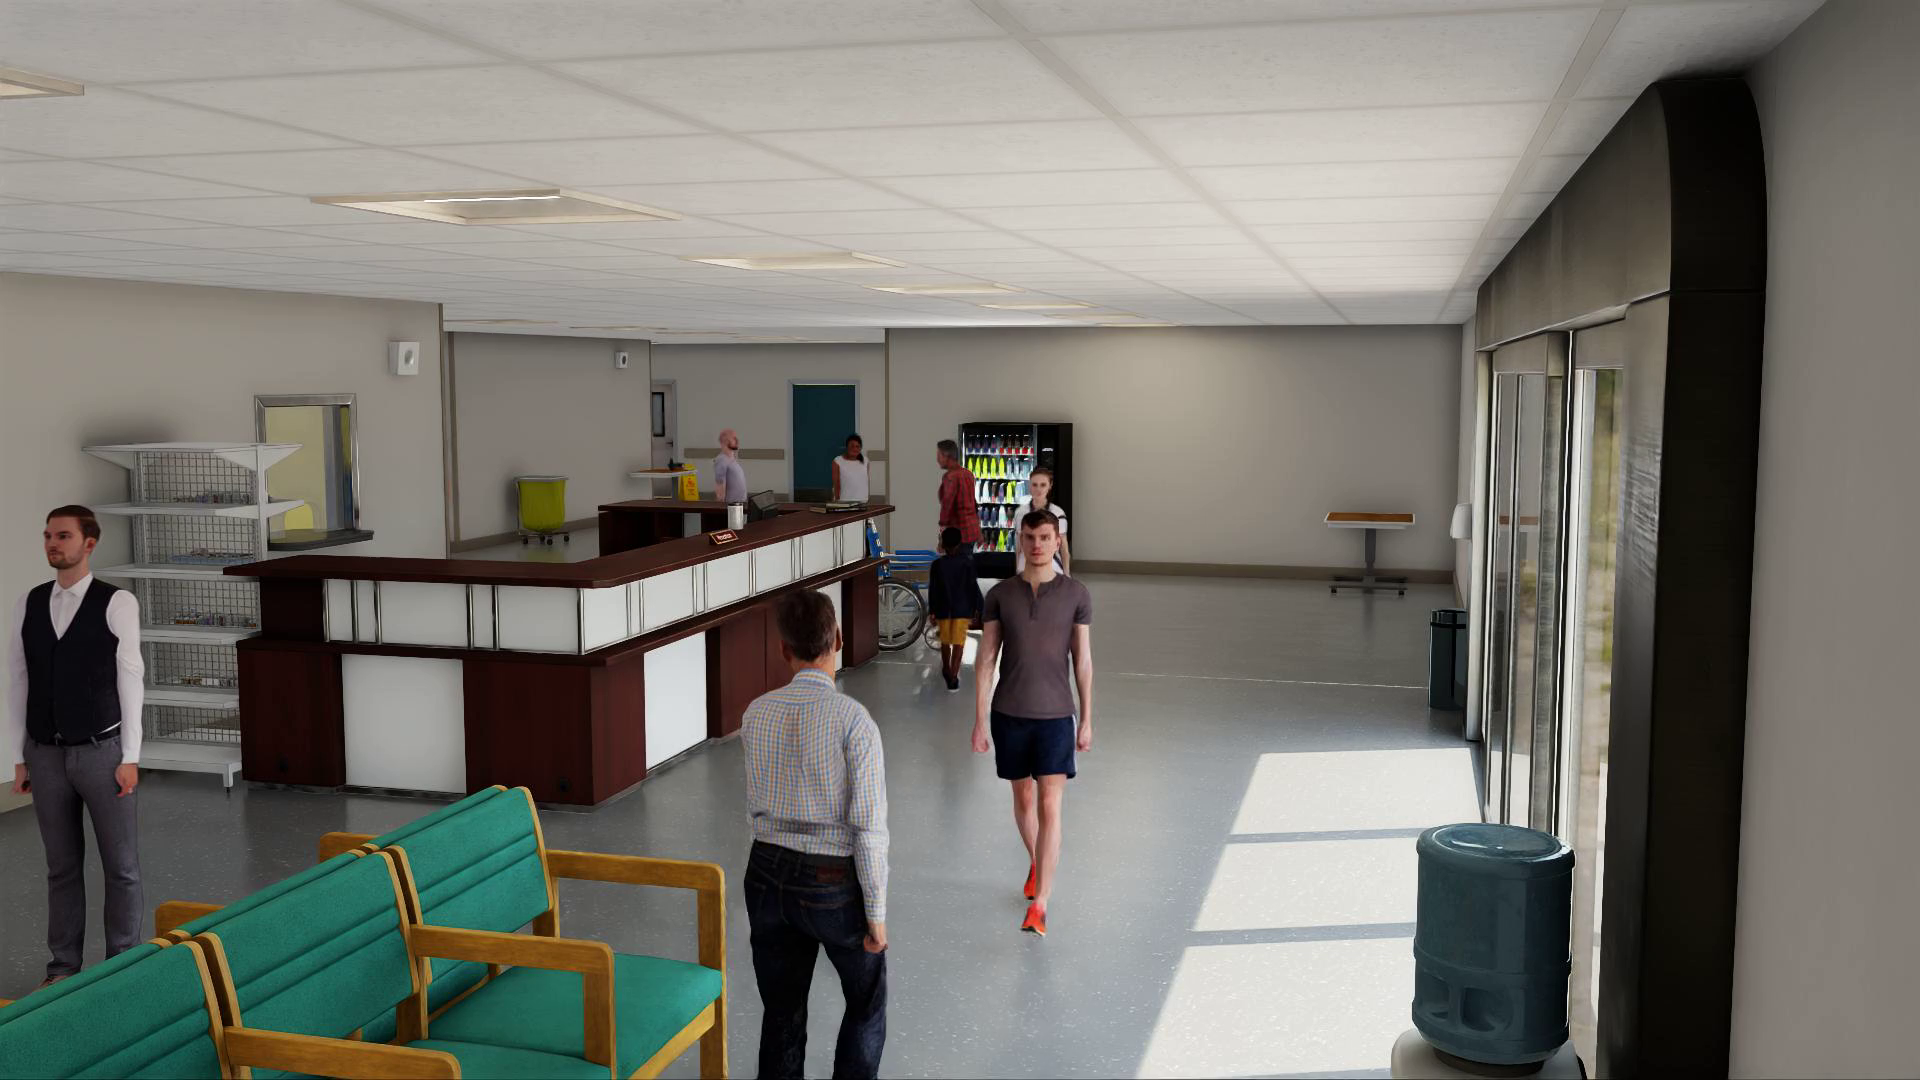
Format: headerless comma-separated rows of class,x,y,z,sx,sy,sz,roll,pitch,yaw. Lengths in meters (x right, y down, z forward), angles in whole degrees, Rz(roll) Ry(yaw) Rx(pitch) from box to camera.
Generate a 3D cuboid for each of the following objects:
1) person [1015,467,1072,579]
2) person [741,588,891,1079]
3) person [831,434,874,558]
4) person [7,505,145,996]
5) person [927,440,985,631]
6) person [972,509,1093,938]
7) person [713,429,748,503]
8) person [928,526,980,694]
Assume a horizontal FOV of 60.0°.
person,0.623,0.337,12.467,1.079,1.700,0.717,1,6,7
person,-0.470,1.061,4.834,0.658,1.788,0.772,2,6,21
person,-1.370,-0.469,20.766,1.125,1.644,1.129,-3,6,-23
person,-3.420,0.820,6.481,0.604,1.938,0.775,0,6,-1
person,0.092,-0.022,15.570,1.005,1.794,0.809,3,6,26
person,0.337,0.797,7.402,1.143,1.800,0.739,1,6,11
person,-2.596,-0.301,18.241,1.099,1.814,0.804,0,6,5
person,-0.054,0.545,12.677,0.782,1.244,0.628,1,6,9
